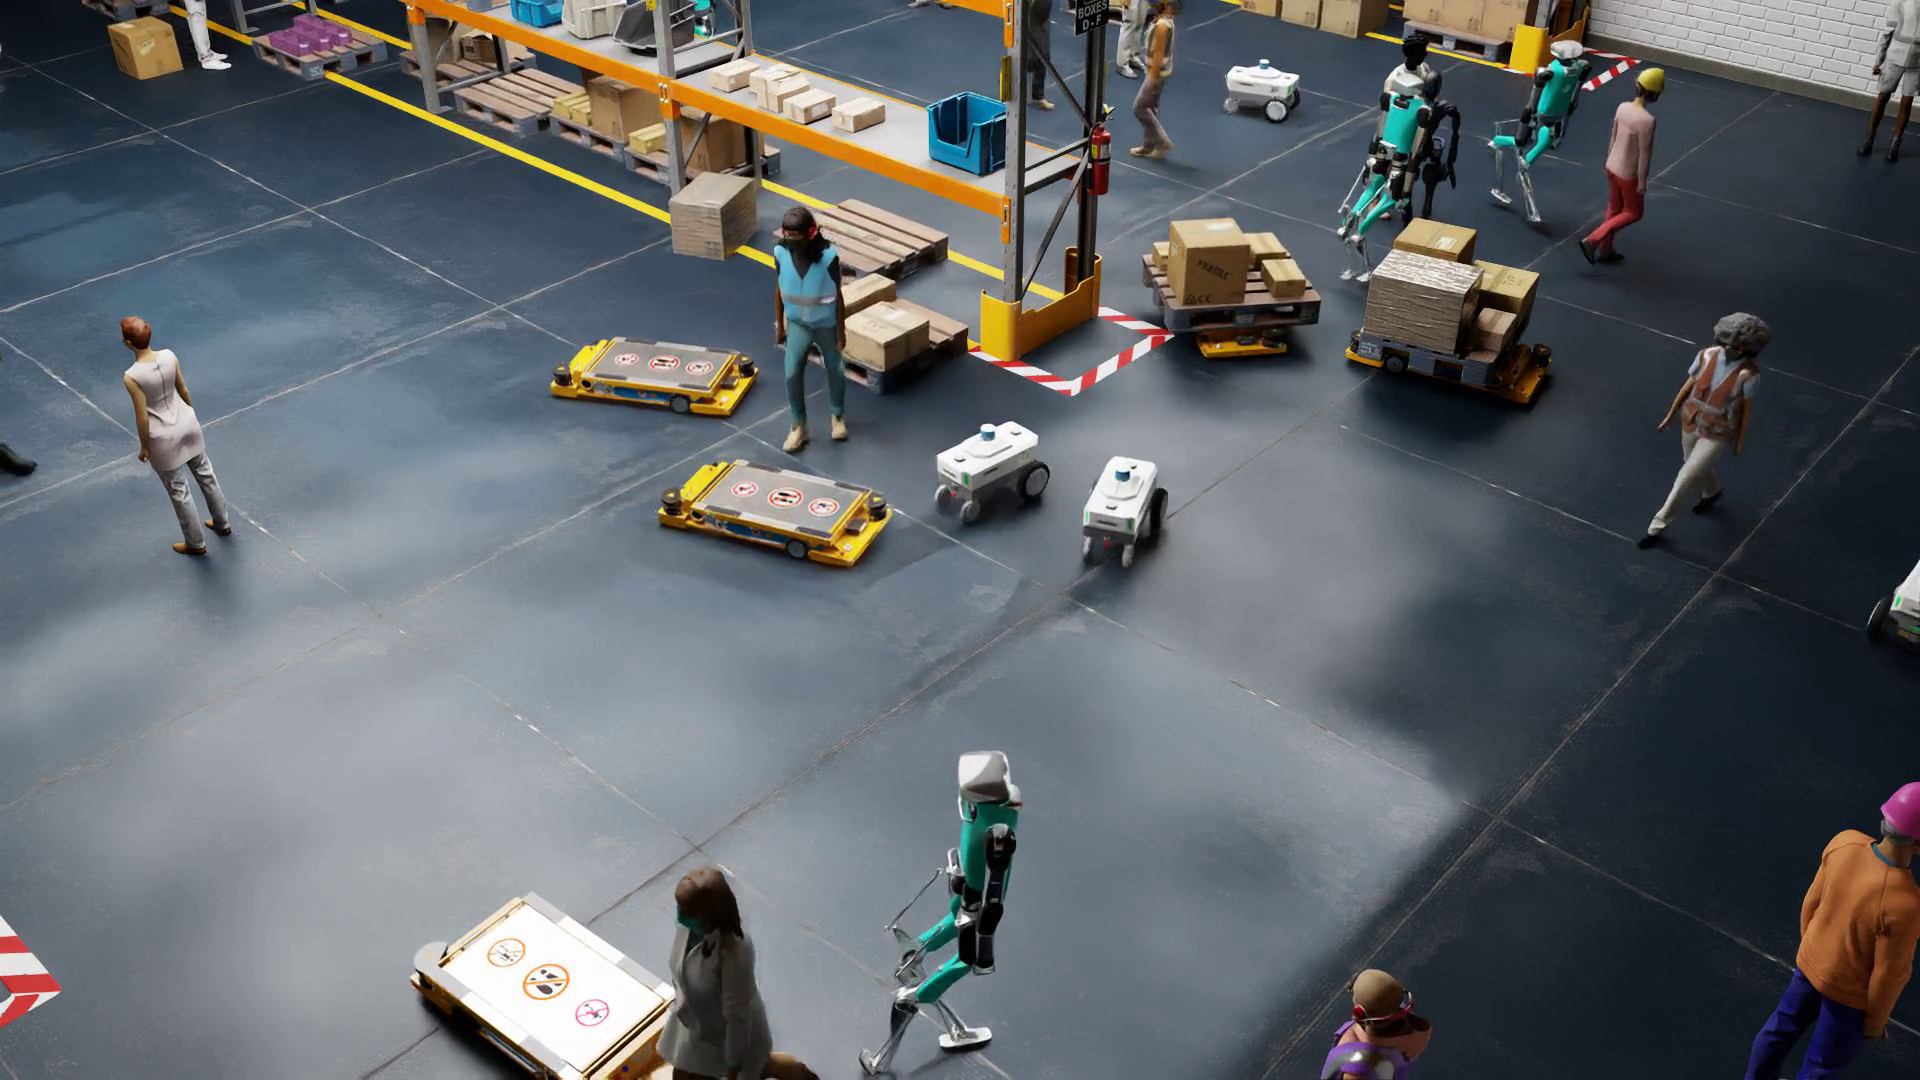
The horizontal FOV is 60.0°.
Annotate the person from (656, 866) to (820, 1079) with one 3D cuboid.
[{"bbox_3d":[-0.955,1.939,6.806,0.489,1.622,0.839,27,43,33],"label":"person"}]

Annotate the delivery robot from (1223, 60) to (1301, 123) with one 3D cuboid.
[{"bbox_3d":[3.172,-4.713,17.374,0.754,0.581,0.499,14,37,20],"label":"delivery robot"}]

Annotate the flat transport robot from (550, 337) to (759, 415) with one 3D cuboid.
[{"bbox_3d":[-2.314,-1.251,12.623,1.431,0.231,0.659,8,35,11],"label":"flat transport robot"}]

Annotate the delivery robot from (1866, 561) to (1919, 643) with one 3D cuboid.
[{"bbox_3d":[5.859,0.370,10.035,0.525,0.610,0.781,27,43,33],"label":"delivery robot"}]

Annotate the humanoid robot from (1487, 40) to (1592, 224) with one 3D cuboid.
[{"bbox_3d":[5.082,-3.697,14.901,0.531,1.723,1.021,-12,36,-17],"label":"humanoid robot"}]

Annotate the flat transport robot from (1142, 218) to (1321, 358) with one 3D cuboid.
[{"bbox_3d":[2.146,-1.902,13.566,0.659,0.231,1.431,-4,35,-6],"label":"flat transport robot"}]

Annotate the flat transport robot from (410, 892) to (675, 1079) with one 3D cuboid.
[{"bbox_3d":[-1.837,2.152,7.693,1.431,0.231,0.659,24,41,30],"label":"flat transport robot"}]

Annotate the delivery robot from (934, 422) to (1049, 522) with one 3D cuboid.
[{"bbox_3d":[0.209,-0.509,11.311,0.801,0.612,0.499,-27,43,-33],"label":"delivery robot"}]

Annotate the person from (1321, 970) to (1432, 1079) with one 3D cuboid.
[{"bbox_3d":[1.508,2.243,6.306,0.349,1.692,0.484,20,40,27],"label":"person"}]

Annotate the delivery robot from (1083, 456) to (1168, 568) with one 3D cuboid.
[{"bbox_3d":[1.051,-0.235,10.877,0.499,0.569,0.749,11,36,16],"label":"delivery robot"}]

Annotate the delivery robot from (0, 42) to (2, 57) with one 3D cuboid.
[{"bbox_3d":[-11.103,-5.584,18.627,0.499,0.570,0.746,-11,36,-16],"label":"delivery robot"}]

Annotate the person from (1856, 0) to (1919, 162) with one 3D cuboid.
[{"bbox_3d":[9.142,-4.627,16.060,0.545,1.927,0.388,19,39,25],"label":"person"}]

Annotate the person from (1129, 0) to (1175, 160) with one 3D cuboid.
[{"bbox_3d":[1.855,-4.501,16.006,0.362,1.760,0.504,4,35,6],"label":"person"}]

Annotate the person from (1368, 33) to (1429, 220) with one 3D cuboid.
[{"bbox_3d":[3.967,-3.721,14.951,0.528,1.688,0.321,-26,43,-33],"label":"person"}]

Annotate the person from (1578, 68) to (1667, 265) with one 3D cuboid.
[{"bbox_3d":[5.590,-3.116,14.014,0.489,1.746,0.537,-6,35,-9],"label":"person"}]

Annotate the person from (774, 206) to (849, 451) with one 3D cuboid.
[{"bbox_3d":[-1.040,-1.462,11.559,0.511,1.835,0.623,6,35,9],"label":"person"}]

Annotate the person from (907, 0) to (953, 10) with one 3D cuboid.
[{"bbox_3d":[-0.414,-7.273,20.058,0.706,1.731,0.356,18,39,24],"label":"person"}]

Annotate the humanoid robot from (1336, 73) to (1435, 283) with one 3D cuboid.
[{"bbox_3d":[3.408,-2.910,13.718,0.732,1.776,0.533,-20,39,-26],"label":"humanoid robot"}]

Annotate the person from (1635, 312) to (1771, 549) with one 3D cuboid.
[{"bbox_3d":[4.829,-0.757,10.692,0.877,1.630,0.471,-21,40,-27],"label":"person"}]

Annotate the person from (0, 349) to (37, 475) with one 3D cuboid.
[{"bbox_3d":[-6.918,-1.371,11.399,0.968,1.866,0.592,28,43,34],"label":"person"}]

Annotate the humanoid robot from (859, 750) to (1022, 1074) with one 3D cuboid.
[{"bbox_3d":[-0.166,1.679,7.159,0.832,1.866,0.536,-4,35,-6],"label":"humanoid robot"}]

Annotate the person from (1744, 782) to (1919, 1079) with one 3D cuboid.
[{"bbox_3d":[3.601,1.760,6.759,0.388,1.978,0.504,-7,35,-10],"label":"person"}]

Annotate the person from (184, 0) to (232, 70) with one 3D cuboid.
[{"bbox_3d":[-8.447,-6.164,18.296,0.411,1.913,0.640,-15,37,-21],"label":"person"}]

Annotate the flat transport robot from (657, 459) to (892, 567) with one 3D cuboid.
[{"bbox_3d":[-1.236,-0.204,11.106,1.431,0.231,0.659,13,37,18],"label":"flat transport robot"}]

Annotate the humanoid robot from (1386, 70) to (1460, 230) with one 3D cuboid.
[{"bbox_3d":[3.984,-3.248,14.281,0.597,1.635,0.467,9,36,13],"label":"humanoid robot"}]

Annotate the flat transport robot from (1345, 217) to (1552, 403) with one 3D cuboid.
[{"bbox_3d":[3.788,-1.442,12.899,1.431,0.231,0.659,18,39,25],"label":"flat transport robot"}]

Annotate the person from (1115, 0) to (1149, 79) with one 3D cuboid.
[{"bbox_3d":[1.898,-6.013,18.098,0.396,1.892,0.555,22,40,29],"label":"person"}]

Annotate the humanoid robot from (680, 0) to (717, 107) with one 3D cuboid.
[{"bbox_3d":[-2.843,-5.224,17.161,0.731,1.863,0.536,27,43,34],"label":"humanoid robot"}]

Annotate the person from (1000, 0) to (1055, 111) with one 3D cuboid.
[{"bbox_3d":[0.757,-5.377,17.231,0.515,1.824,0.548,19,39,25],"label":"person"}]

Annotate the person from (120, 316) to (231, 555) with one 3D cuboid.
[{"bbox_3d":[-5.014,-0.663,10.542,0.284,1.661,0.451,14,37,20],"label":"person"}]
